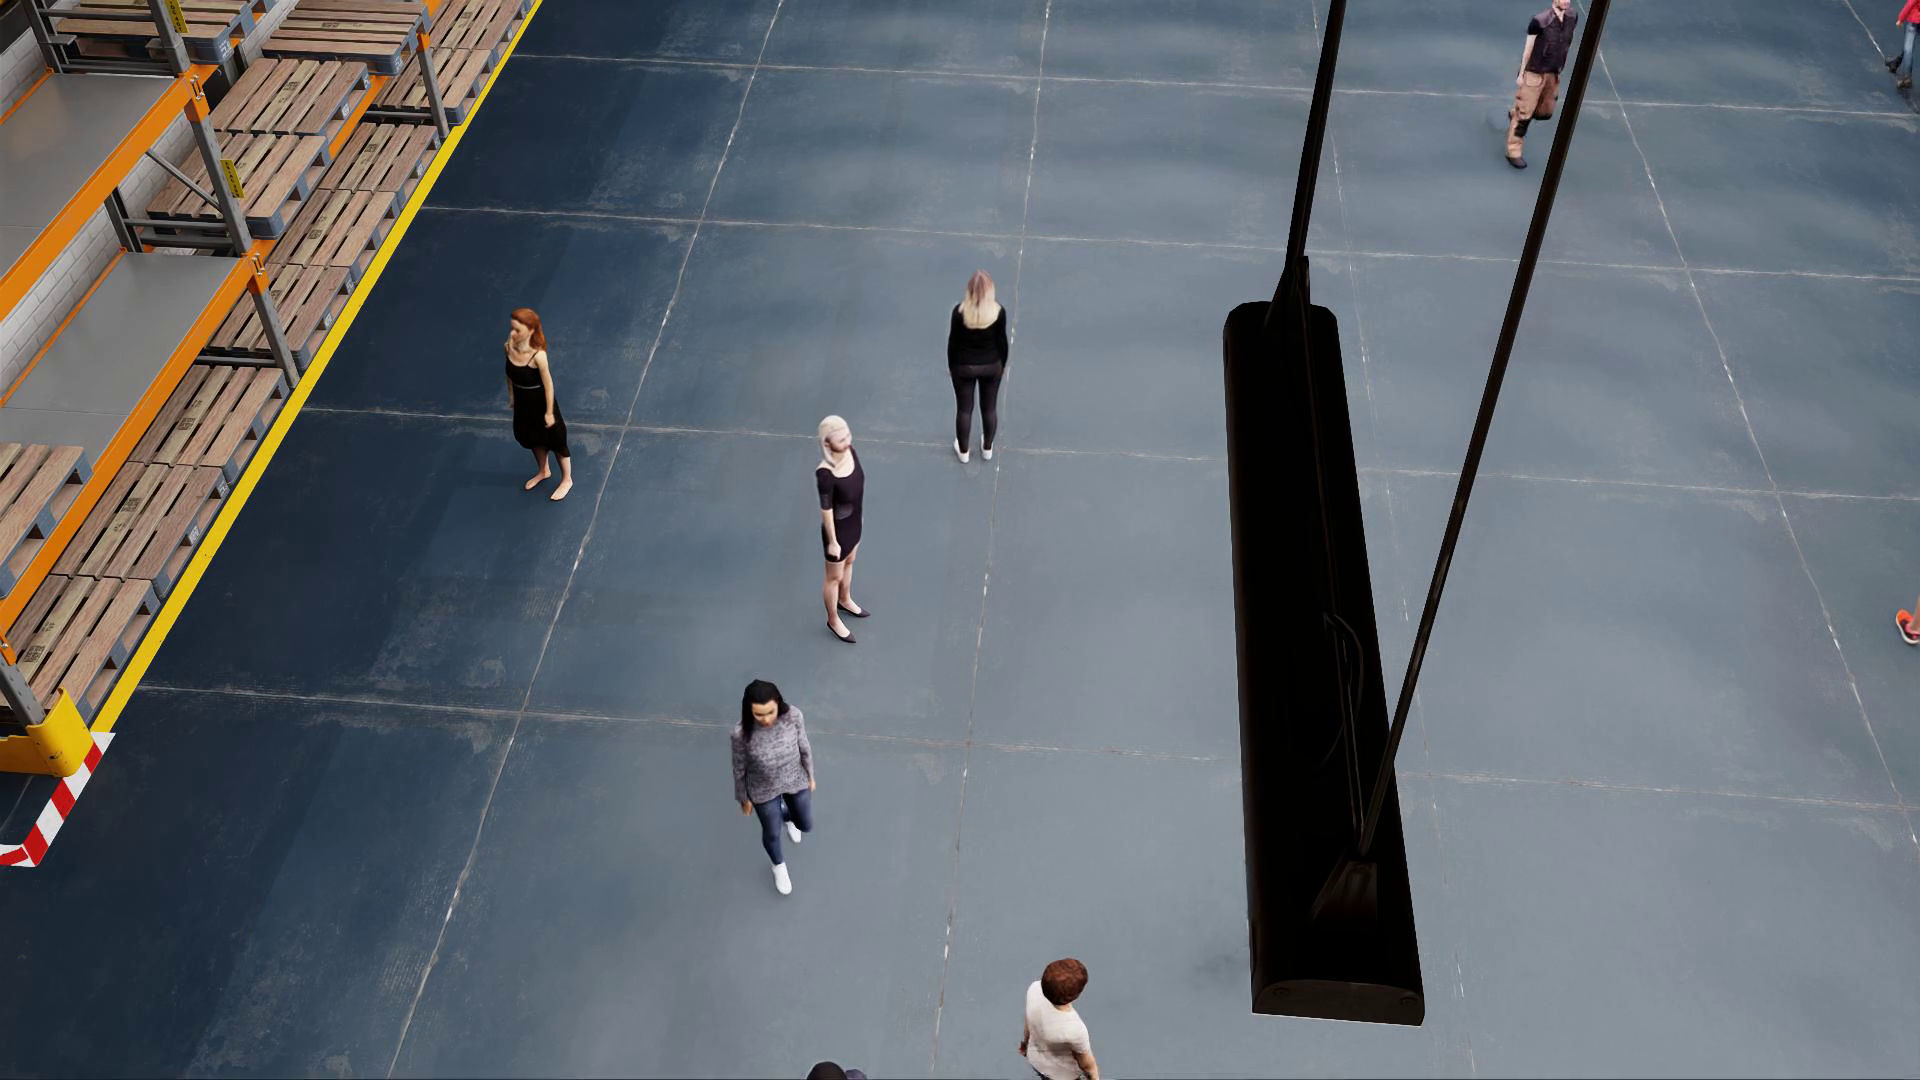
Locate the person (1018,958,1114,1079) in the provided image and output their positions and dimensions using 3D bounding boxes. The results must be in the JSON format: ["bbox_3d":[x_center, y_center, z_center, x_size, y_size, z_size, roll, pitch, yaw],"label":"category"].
[{"bbox_3d":[0.413,2.679,8.358,1.120,1.611,1.116,-26,50,-25],"label":"person"}]

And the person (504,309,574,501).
[{"bbox_3d":[-3.108,-1.009,12.218,0.661,1.625,0.699,23,48,22],"label":"person"}]

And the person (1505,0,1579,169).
[{"bbox_3d":[5.427,-4.461,15.697,0.875,1.826,0.993,-13,45,-13],"label":"person"}]

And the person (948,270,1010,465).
[{"bbox_3d":[0.131,-1.283,12.465,0.644,1.683,0.591,-4,44,-4],"label":"person"}]

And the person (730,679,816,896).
[{"bbox_3d":[-1.085,1.351,9.674,0.785,1.718,0.856,-15,46,-15],"label":"person"}]

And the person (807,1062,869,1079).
[{"bbox_3d":[-0.594,2.968,7.850,0.737,1.893,0.818,-34,53,-31],"label":"person"}]

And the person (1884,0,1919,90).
[{"bbox_3d":[9.754,-5.208,16.872,0.528,1.286,0.928,2,44,2],"label":"person"}]

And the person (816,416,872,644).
[{"bbox_3d":[-0.797,-0.092,11.108,0.693,1.829,0.543,17,46,17],"label":"person"}]
